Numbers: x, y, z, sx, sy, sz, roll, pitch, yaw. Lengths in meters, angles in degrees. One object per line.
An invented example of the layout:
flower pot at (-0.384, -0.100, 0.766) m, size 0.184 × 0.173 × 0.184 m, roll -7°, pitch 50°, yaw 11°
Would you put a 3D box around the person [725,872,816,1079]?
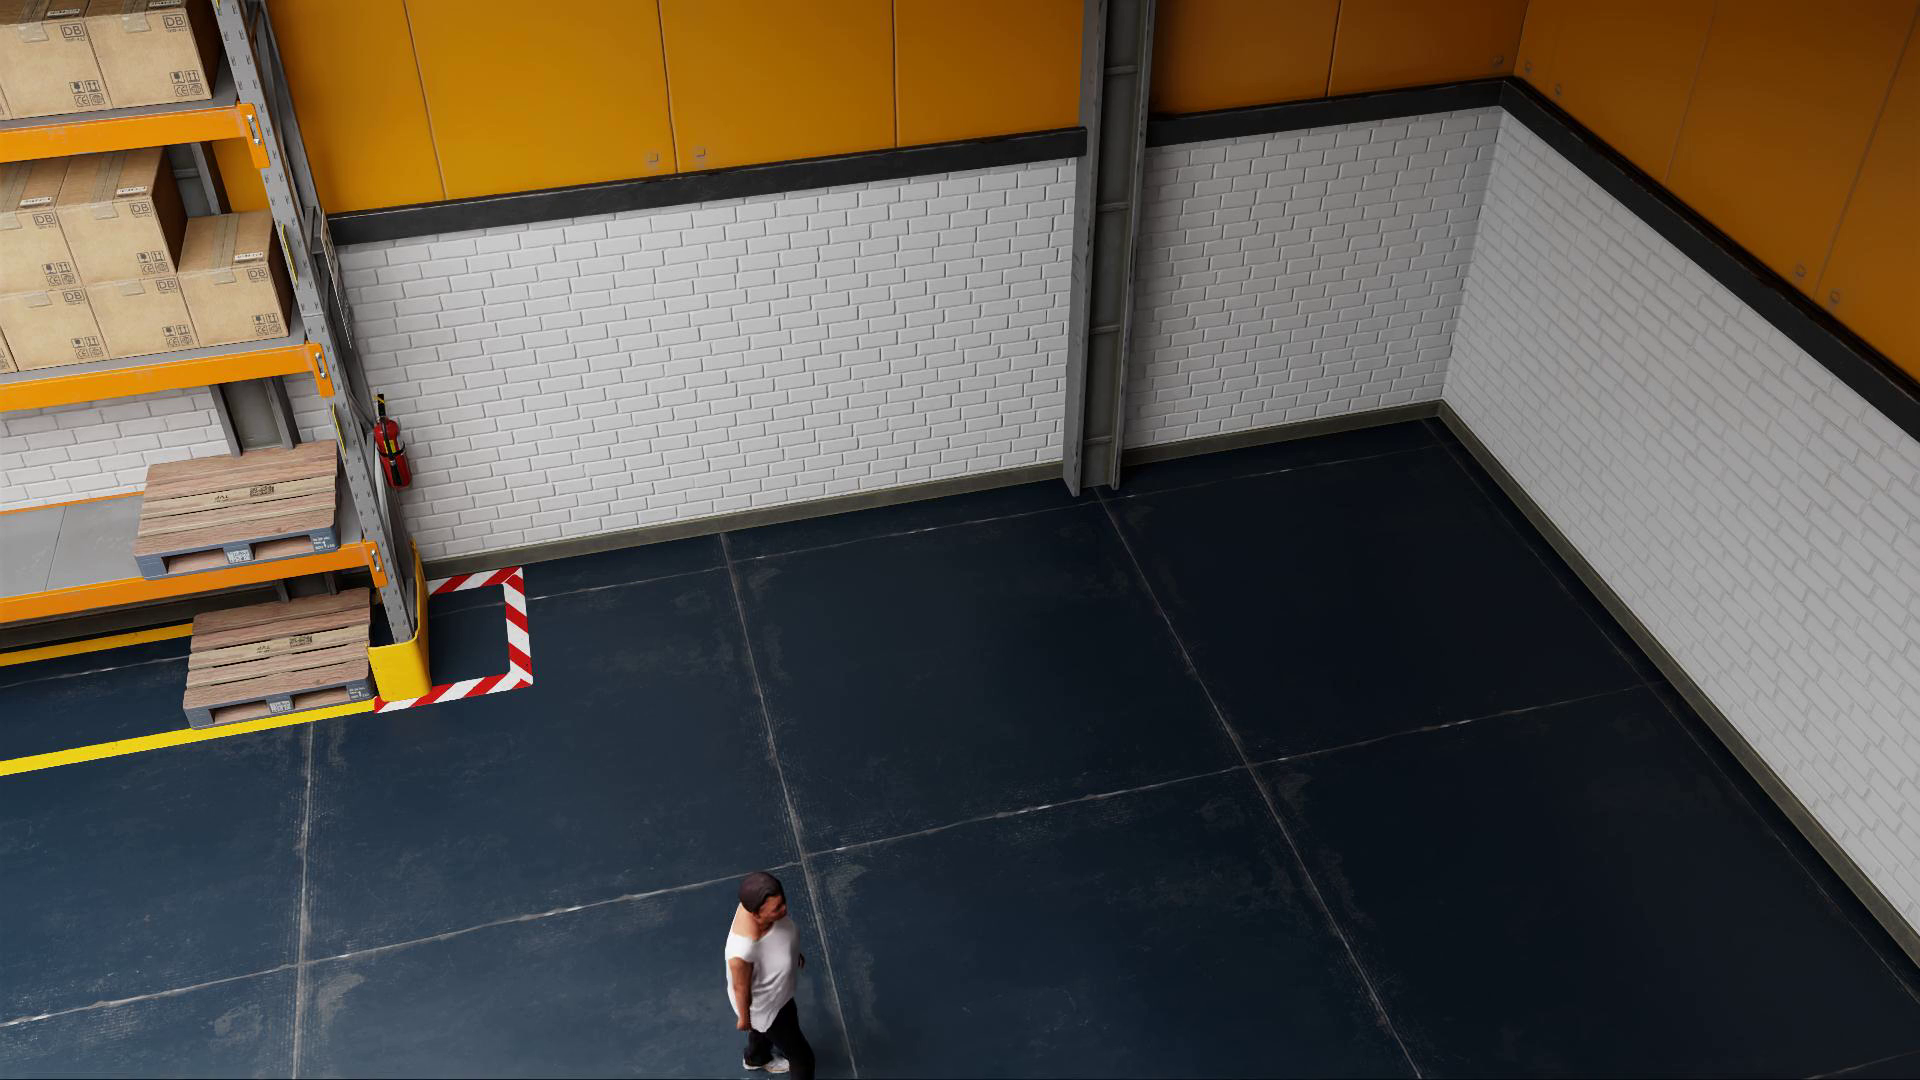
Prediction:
person at (-1.062, 2.304, 8.652) m, size 0.891 × 1.673 × 0.799 m, roll 2°, pitch 39°, yaw 3°
